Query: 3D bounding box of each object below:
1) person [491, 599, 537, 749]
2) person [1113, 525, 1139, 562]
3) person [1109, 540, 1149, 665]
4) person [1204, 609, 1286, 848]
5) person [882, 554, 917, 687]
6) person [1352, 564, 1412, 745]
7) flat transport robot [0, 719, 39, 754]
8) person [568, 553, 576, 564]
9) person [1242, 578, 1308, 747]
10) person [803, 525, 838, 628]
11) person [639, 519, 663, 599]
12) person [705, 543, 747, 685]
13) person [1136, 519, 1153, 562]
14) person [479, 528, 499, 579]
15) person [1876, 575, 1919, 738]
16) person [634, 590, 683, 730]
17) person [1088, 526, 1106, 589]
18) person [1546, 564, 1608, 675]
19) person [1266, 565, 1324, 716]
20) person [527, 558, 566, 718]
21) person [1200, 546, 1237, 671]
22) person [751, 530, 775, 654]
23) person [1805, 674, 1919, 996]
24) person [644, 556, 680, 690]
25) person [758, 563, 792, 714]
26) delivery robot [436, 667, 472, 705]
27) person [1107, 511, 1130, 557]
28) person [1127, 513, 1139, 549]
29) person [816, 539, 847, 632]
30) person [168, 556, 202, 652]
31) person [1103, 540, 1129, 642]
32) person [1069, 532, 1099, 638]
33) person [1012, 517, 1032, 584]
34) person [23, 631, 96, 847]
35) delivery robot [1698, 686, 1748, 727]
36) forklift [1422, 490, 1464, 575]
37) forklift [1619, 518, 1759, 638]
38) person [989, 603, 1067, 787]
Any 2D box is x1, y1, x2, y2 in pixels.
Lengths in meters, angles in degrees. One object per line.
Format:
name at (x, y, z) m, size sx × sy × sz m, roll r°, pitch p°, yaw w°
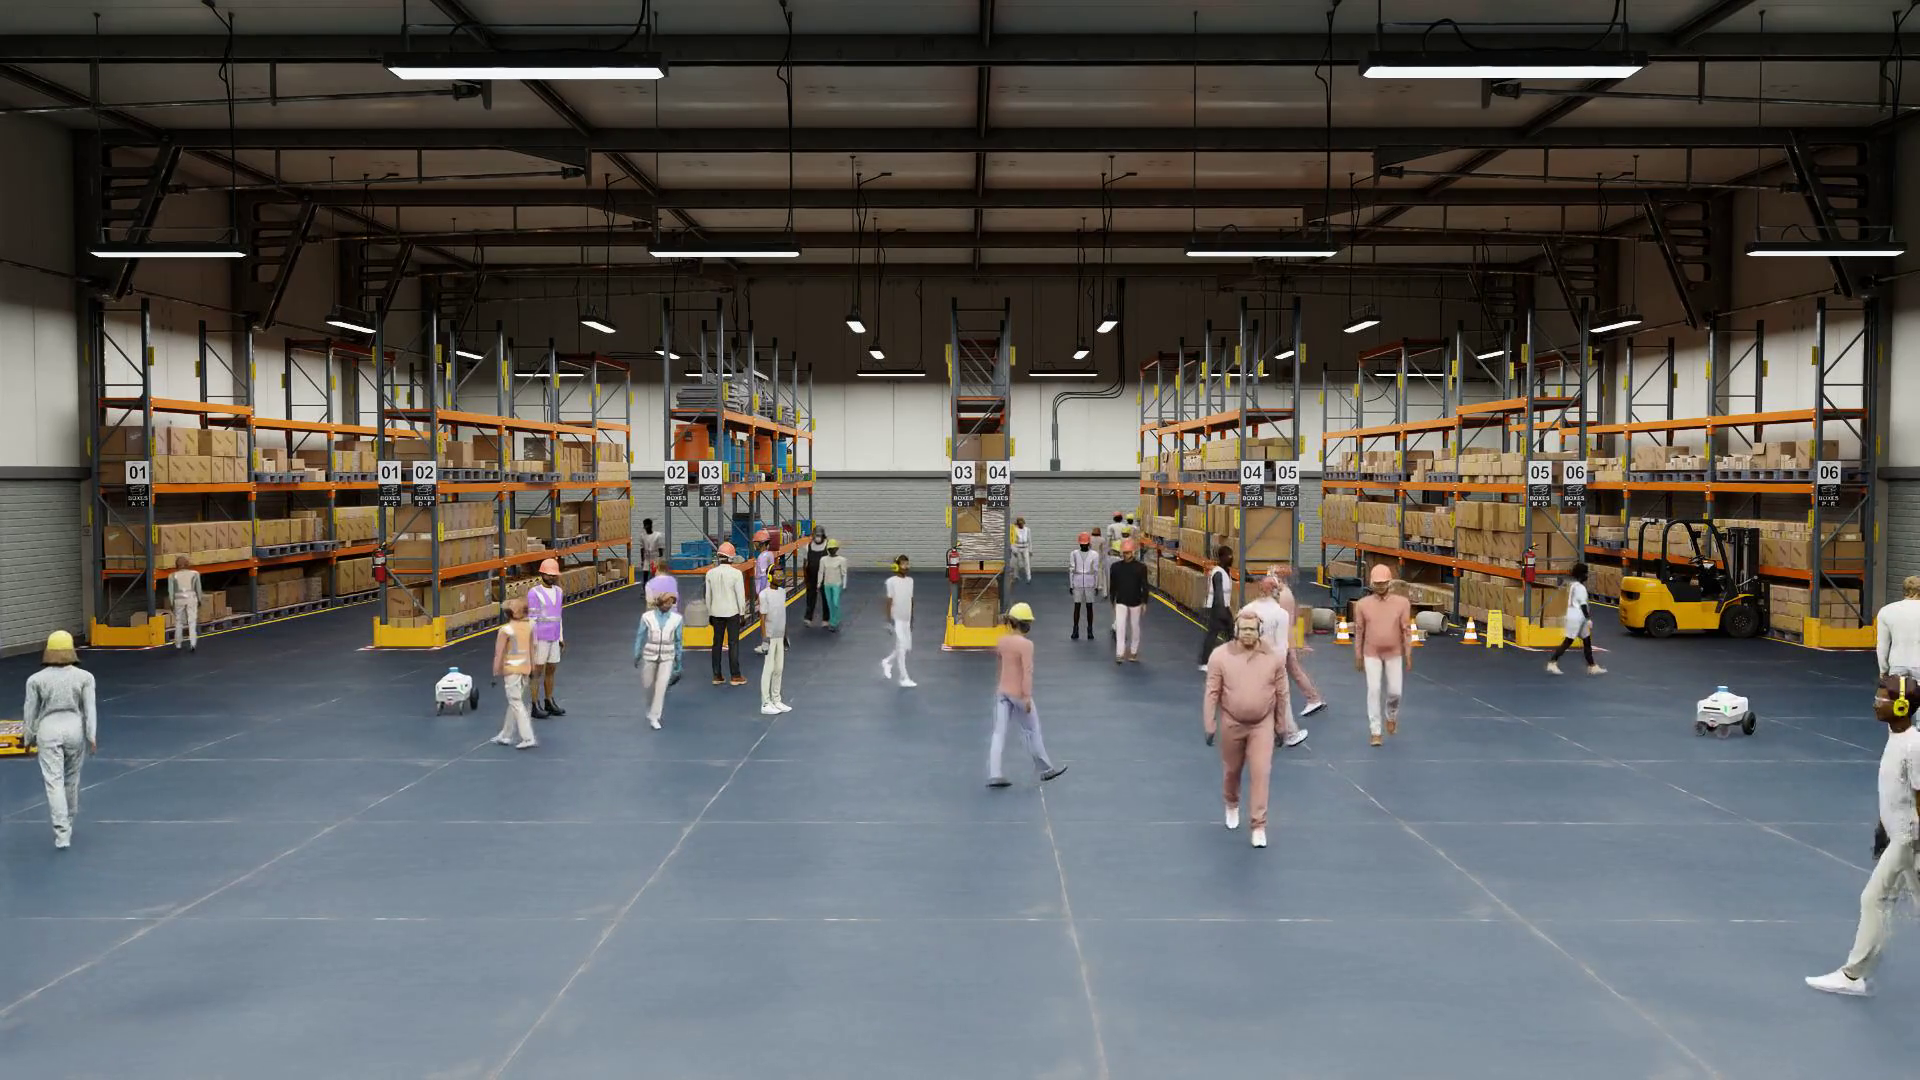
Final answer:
person at (-4.827, 1.442, 17.415) m, size 0.708 × 1.608 × 0.537 m, roll 1°, pitch 2°, yaw 24°
person at (3.767, 0.580, 36.633) m, size 0.599 × 1.819 × 0.418 m, roll 0°, pitch 2°, yaw 6°
person at (2.649, 0.967, 25.323) m, size 0.638 × 1.941 × 1.020 m, roll 1°, pitch 2°, yaw 15°
person at (2.328, 1.485, 13.188) m, size 0.657 × 1.870 × 0.948 m, roll 0°, pitch 2°, yaw 6°
person at (-0.870, 1.116, 22.684) m, size 0.694 × 1.853 × 0.517 m, roll 2°, pitch 3°, yaw 45°
person at (4.632, 1.248, 17.726) m, size 0.644 × 1.977 × 0.473 m, roll 1°, pitch 2°, yaw 13°
flat transport robot at (-10.223, 2.121, 17.457) m, size 0.652 × 0.197 × 1.431 m, roll -1°, pitch 3°, yaw -20°
person at (-11.244, 0.176, 46.536) m, size 0.404 × 1.834 × 0.592 m, roll 0°, pitch 2°, yaw -5°
person at (3.329, 1.331, 17.290) m, size 1.003 × 1.851 × 0.643 m, roll -2°, pitch 3°, yaw -45°
person at (-2.719, 0.706, 31.155) m, size 0.703 × 2.000 × 0.941 m, roll 0°, pitch 2°, yaw 4°
person at (-7.376, 0.455, 38.636) m, size 0.610 × 1.915 × 0.691 m, roll 1°, pitch 2°, yaw 14°
person at (-3.294, 1.039, 22.790) m, size 0.611 × 1.996 × 0.378 m, roll 1°, pitch 2°, yaw 21°
person at (5.038, 0.262, 44.678) m, size 0.827 × 1.796 × 0.656 m, roll -1°, pitch 2°, yaw -21°
person at (-12.244, 0.319, 41.828) m, size 0.638 × 1.919 × 0.594 m, roll 0°, pitch 2°, yaw -5°
person at (9.687, 1.322, 16.445) m, size 0.629 × 1.934 × 0.376 m, roll 2°, pitch 3°, yaw 42°
person at (-3.550, 1.387, 19.015) m, size 0.562 × 1.606 × 0.657 m, roll 0°, pitch 2°, yaw -12°
person at (3.520, 0.460, 41.862) m, size 0.507 × 1.632 × 0.267 m, roll 0°, pitch 2°, yaw 7°
person at (9.055, 1.168, 23.765) m, size 0.877 × 1.656 × 0.539 m, roll 1°, pitch 2°, yaw 16°
person at (3.973, 1.230, 19.807) m, size 1.005 × 1.860 × 0.640 m, roll 1°, pitch 2°, yaw 19°
person at (-5.038, 1.190, 19.762) m, size 0.376 × 1.934 × 0.547 m, roll 1°, pitch 3°, yaw 30°
person at (4.042, 1.037, 24.194) m, size 0.959 × 1.877 × 0.623 m, roll 1°, pitch 2°, yaw 24°
person at (-3.274, 0.855, 26.833) m, size 0.394 × 2.042 × 0.611 m, roll 0°, pitch 2°, yaw 6°
person at (5.360, 1.668, 9.079) m, size 0.963 × 1.836 × 0.531 m, roll 1°, pitch 3°, yaw 25°
person at (-4.078, 1.140, 22.142) m, size 0.431 × 1.834 × 0.619 m, roll 2°, pitch 3°, yaw 34°
person at (-2.294, 1.217, 20.036) m, size 0.324 × 1.865 × 0.517 m, roll 1°, pitch 3°, yaw 29°
delivery robot at (-6.300, 1.830, 20.109) m, size 0.477 × 0.478 × 0.707 m, roll 0°, pitch 2°, yaw -8°
person at (4.295, 0.218, 43.430) m, size 0.611 × 2.005 × 0.855 m, roll 0°, pitch 2°, yaw -12°
person at (4.718, 0.199, 44.947) m, size 0.606 × 1.908 × 0.505 m, roll 1°, pitch 2°, yaw 20°
person at (-2.435, 0.864, 30.371) m, size 0.533 × 1.745 × 0.676 m, roll 1°, pitch 2°, yaw 20°
person at (-12.986, 1.062, 27.062) m, size 0.517 × 1.602 × 0.814 m, roll -1°, pitch 3°, yaw -28°
person at (2.783, 0.904, 28.431) m, size 0.612 × 1.812 × 0.711 m, roll 2°, pitch 3°, yaw 43°
person at (2.245, 0.816, 29.236) m, size 0.542 × 1.929 × 0.368 m, roll 0°, pitch 2°, yaw 7°
person at (1.673, 0.274, 44.072) m, size 0.620 × 1.847 × 0.918 m, roll -1°, pitch 2°, yaw -17°
person at (-7.232, 1.575, 12.971) m, size 0.501 × 1.689 × 0.892 m, roll -2°, pitch 3°, yaw -36°
delivery robot at (8.641, 1.902, 18.290) m, size 0.477 × 0.478 × 0.707 m, roll 2°, pitch 3°, yaw 44°
forklift at (13.926, -0.371, 47.846) m, size 1.873 × 2.768 × 1.129 m, roll 0°, pitch 2°, yaw 0°
forklift at (13.417, 0.684, 29.791) m, size 2.313 × 2.155 × 1.214 m, roll 0°, pitch 2°, yaw 0°
person at (0.614, 1.463, 15.345) m, size 0.869 × 1.721 × 0.551 m, roll -2°, pitch 3°, yaw -37°
